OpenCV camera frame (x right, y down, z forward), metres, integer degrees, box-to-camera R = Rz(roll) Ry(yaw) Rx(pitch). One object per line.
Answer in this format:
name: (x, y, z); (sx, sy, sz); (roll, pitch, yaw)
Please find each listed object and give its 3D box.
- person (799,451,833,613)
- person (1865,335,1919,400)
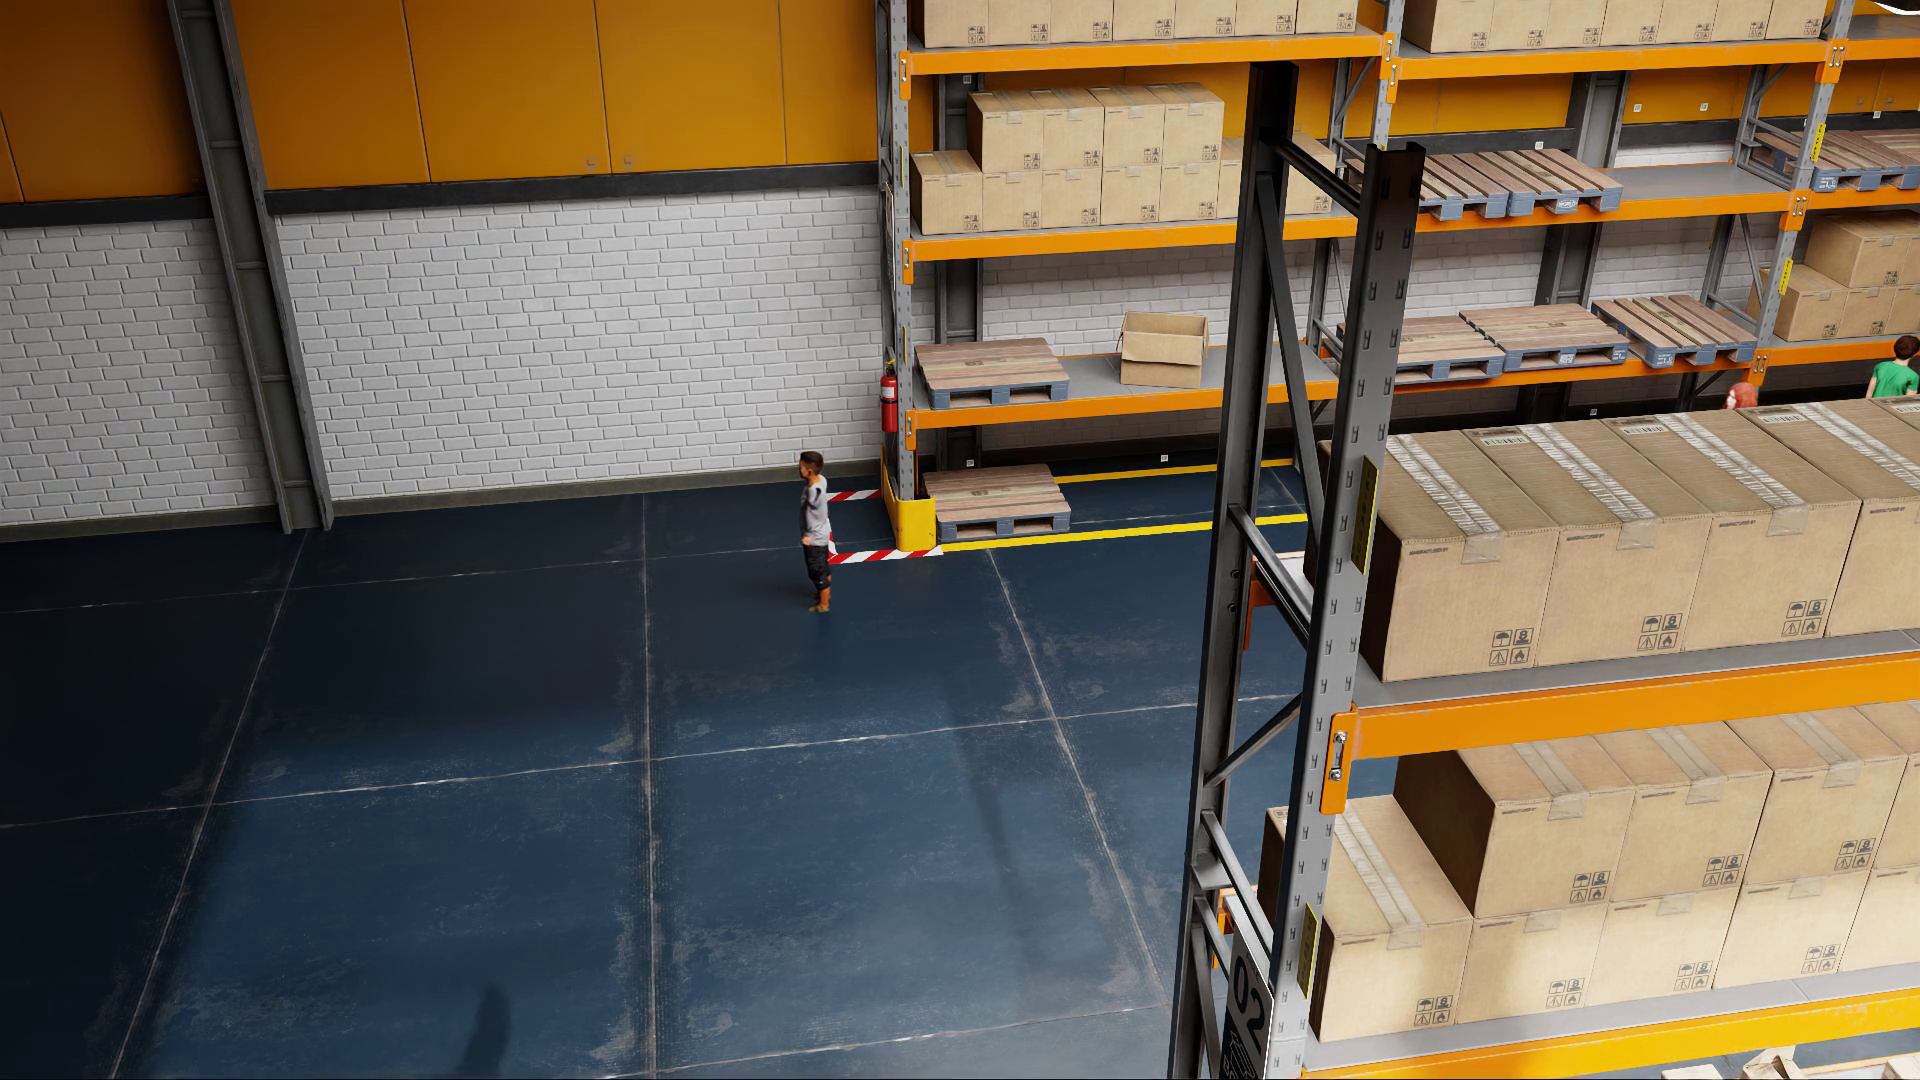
person: (-1.177, -0.117, 13.563); (0.527, 1.453, 0.583); (0, 29, -1)
person: (8.403, -1.082, 15.130); (0.677, 1.646, 0.676); (-21, 35, -33)
